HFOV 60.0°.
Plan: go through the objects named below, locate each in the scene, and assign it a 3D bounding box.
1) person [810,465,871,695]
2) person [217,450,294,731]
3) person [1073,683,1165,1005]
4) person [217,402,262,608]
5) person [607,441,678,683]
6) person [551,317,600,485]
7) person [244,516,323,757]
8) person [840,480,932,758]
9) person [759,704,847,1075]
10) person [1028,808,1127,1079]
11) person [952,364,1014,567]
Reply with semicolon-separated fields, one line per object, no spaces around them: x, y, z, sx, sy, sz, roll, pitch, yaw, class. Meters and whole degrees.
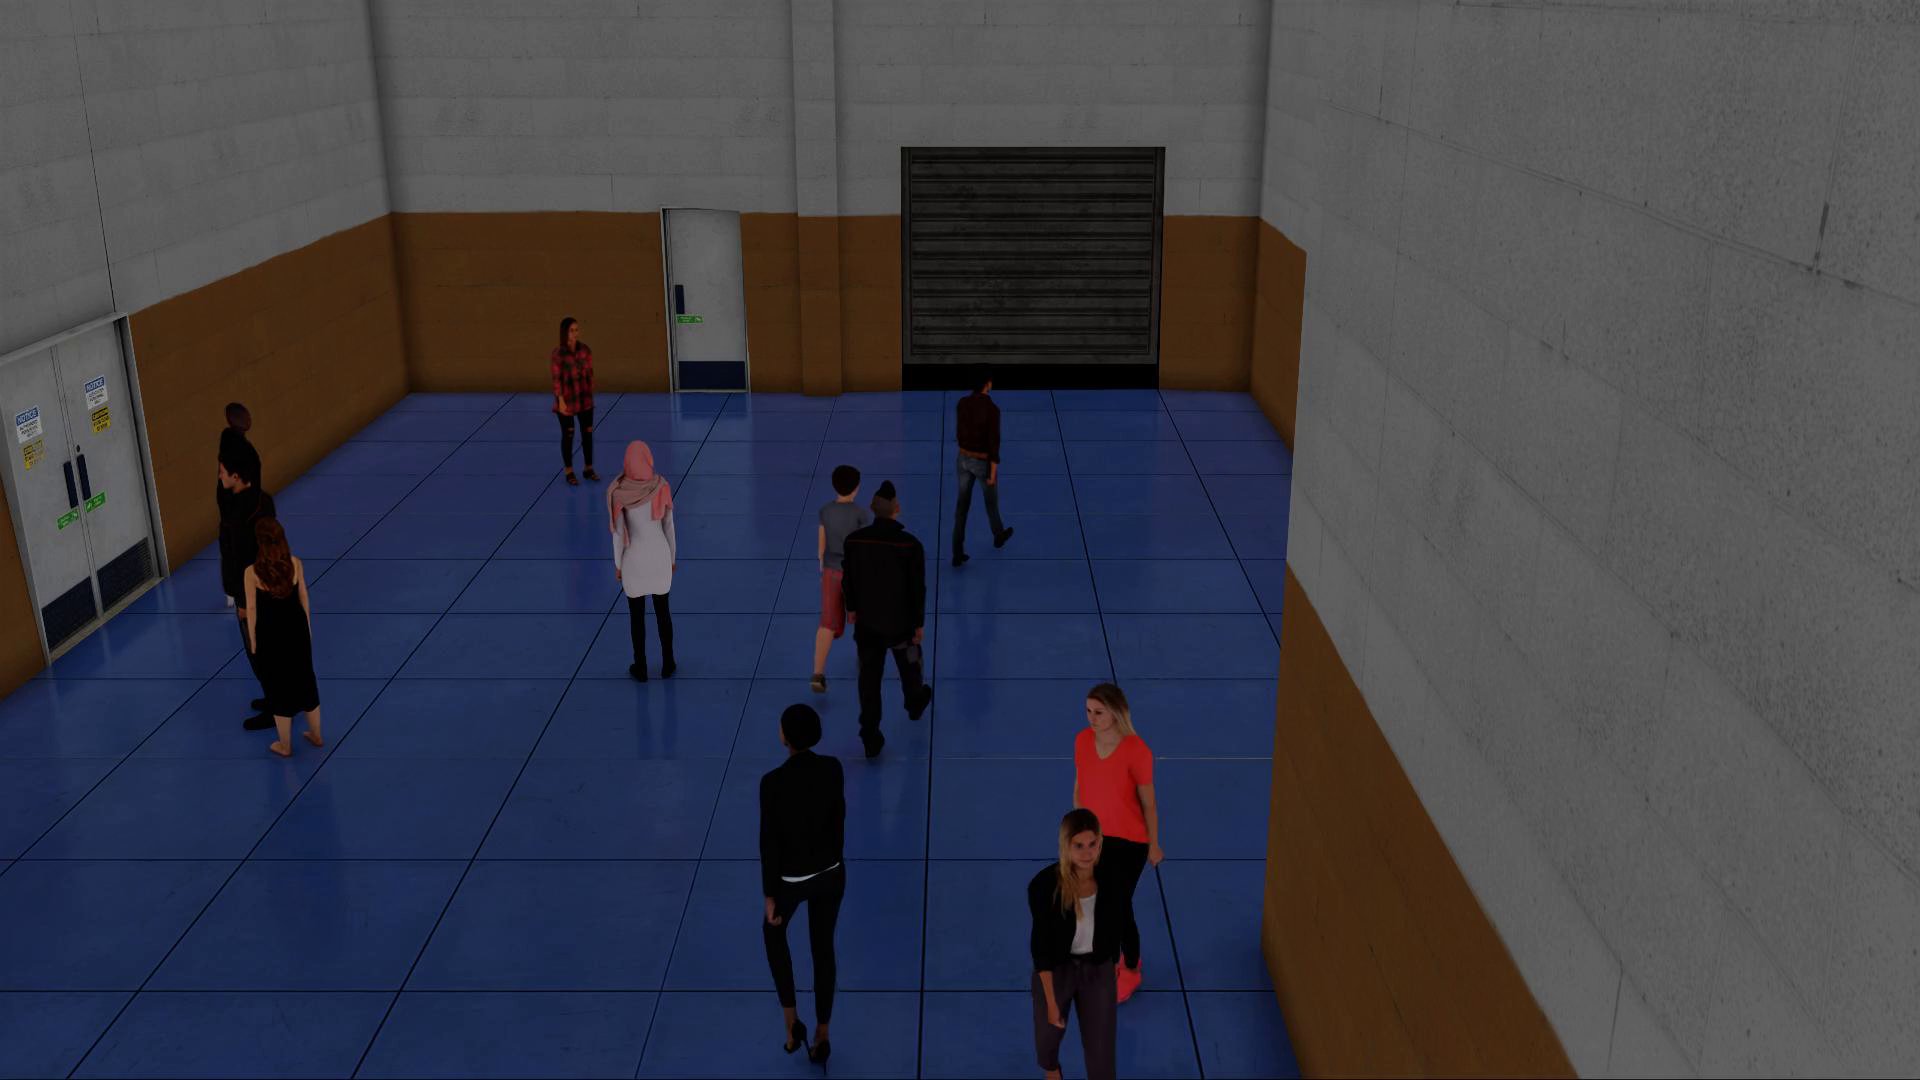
-0.862;0.312;11.805;1.154;1.621;0.896;6;19;16;person
-4.786;0.315;11.307;0.664;1.946;0.746;-4;19;-11;person
0.836;1.470;8.312;0.745;1.671;0.805;16;24;39;person
-5.829;-0.274;13.389;0.846;1.732;0.867;14;23;36;person
-2.272;0.149;12.021;0.648;1.804;0.768;-6;20;-19;person
-3.906;-1.412;16.813;0.684;1.700;0.759;-16;24;-39;person
-4.434;0.625;10.888;0.667;1.625;0.727;-18;25;-42;person
-0.506;0.538;10.810;1.146;1.818;1.035;5;19;15;person
-0.661;1.636;7.583;0.685;1.823;0.772;-8;20;-23;person
0.453;1.883;7.167;0.971;1.620;0.733;-3;19;-9;person
0.090;-0.611;14.394;1.165;1.728;1.095;11;22;29;person
